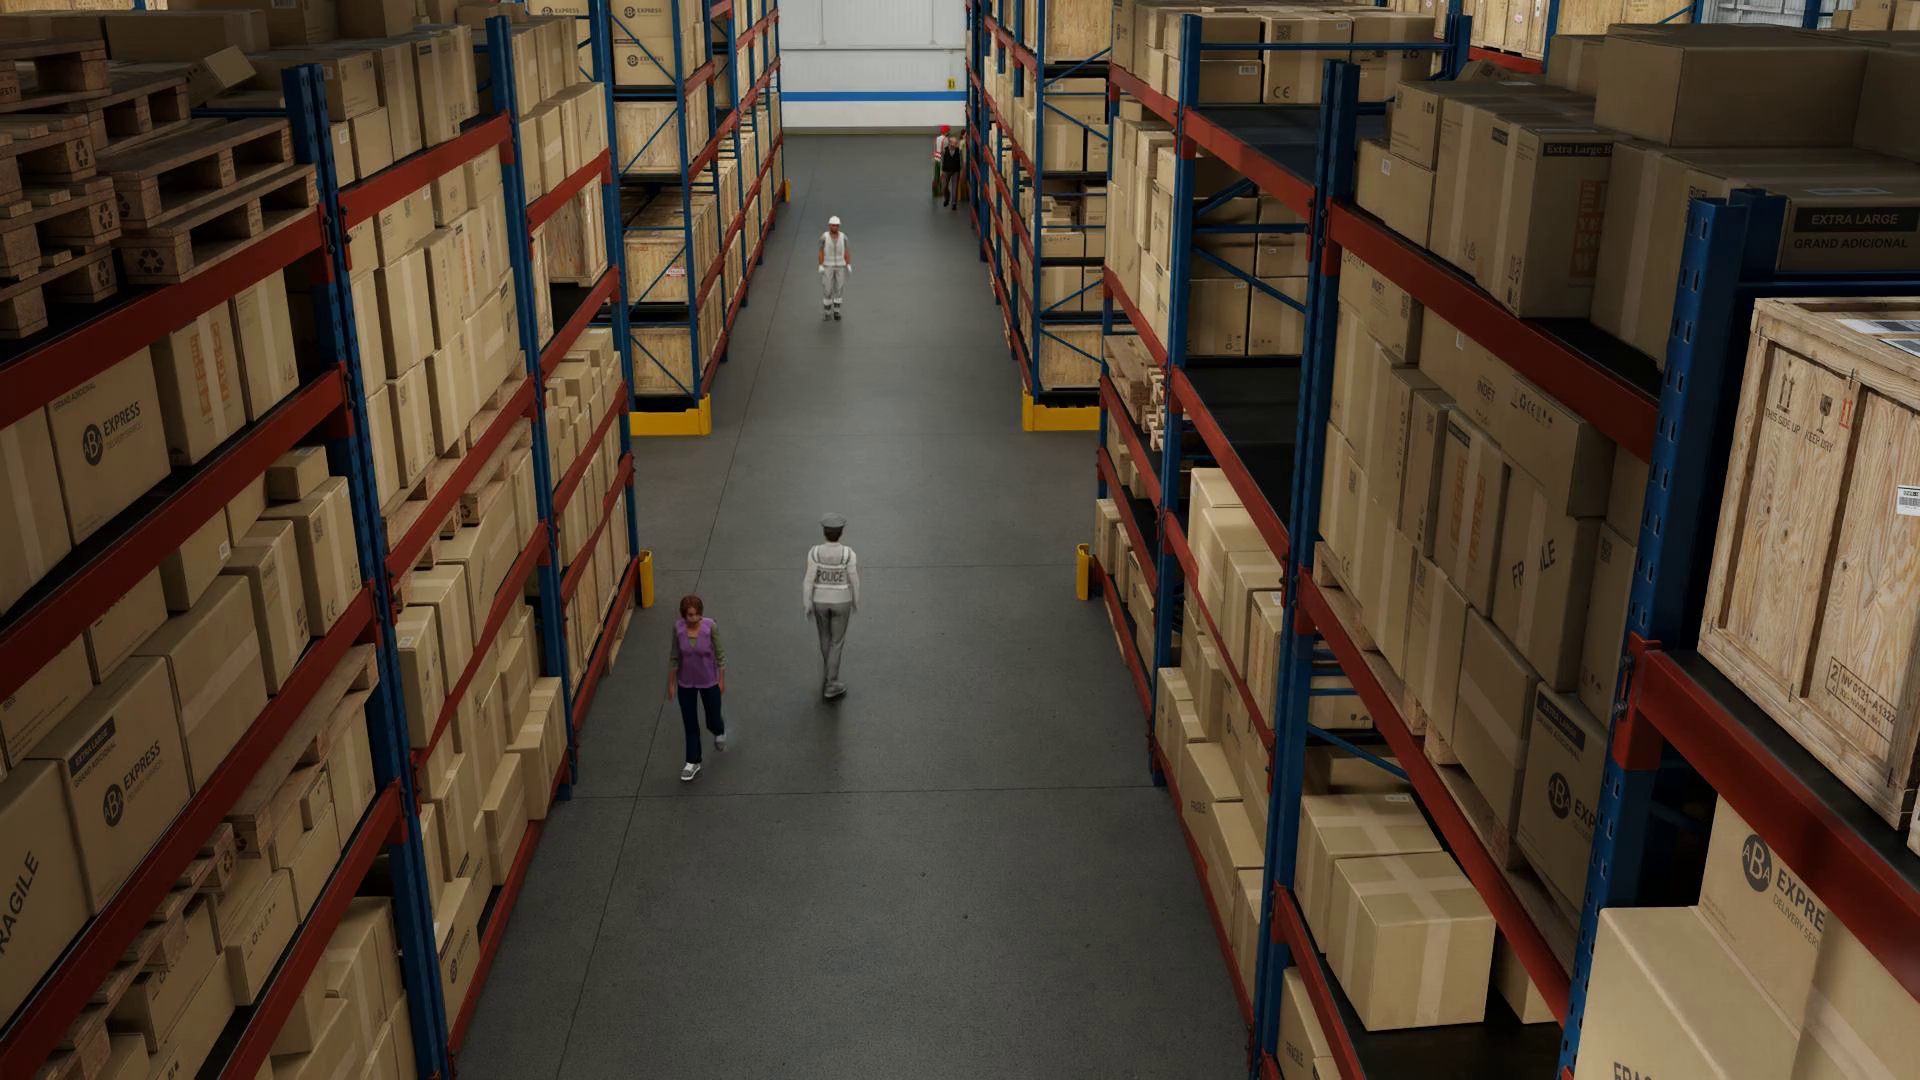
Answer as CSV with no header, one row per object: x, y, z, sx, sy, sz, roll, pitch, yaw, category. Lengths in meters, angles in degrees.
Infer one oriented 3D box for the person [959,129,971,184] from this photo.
0.160,-9.587,42.278,0.404,1.675,0.465,6,21,16,person

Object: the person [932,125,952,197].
-0.433,-9.572,42.069,0.483,1.774,0.568,-16,26,-36,person

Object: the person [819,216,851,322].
-2.181,-4.767,29.218,0.568,1.796,0.517,-5,21,-14,person

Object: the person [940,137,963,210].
-0.196,-8.912,40.402,0.563,1.724,0.448,-1,20,-2,person

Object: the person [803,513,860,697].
-1.130,0.536,15.162,0.479,1.646,0.820,4,21,10,person

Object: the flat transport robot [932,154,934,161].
-0.394,-10.965,48.106,0.659,0.255,1.431,-3,21,-7,flat transport robot

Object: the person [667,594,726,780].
-2.138,1.146,13.622,0.469,1.594,0.555,2,21,4,person
